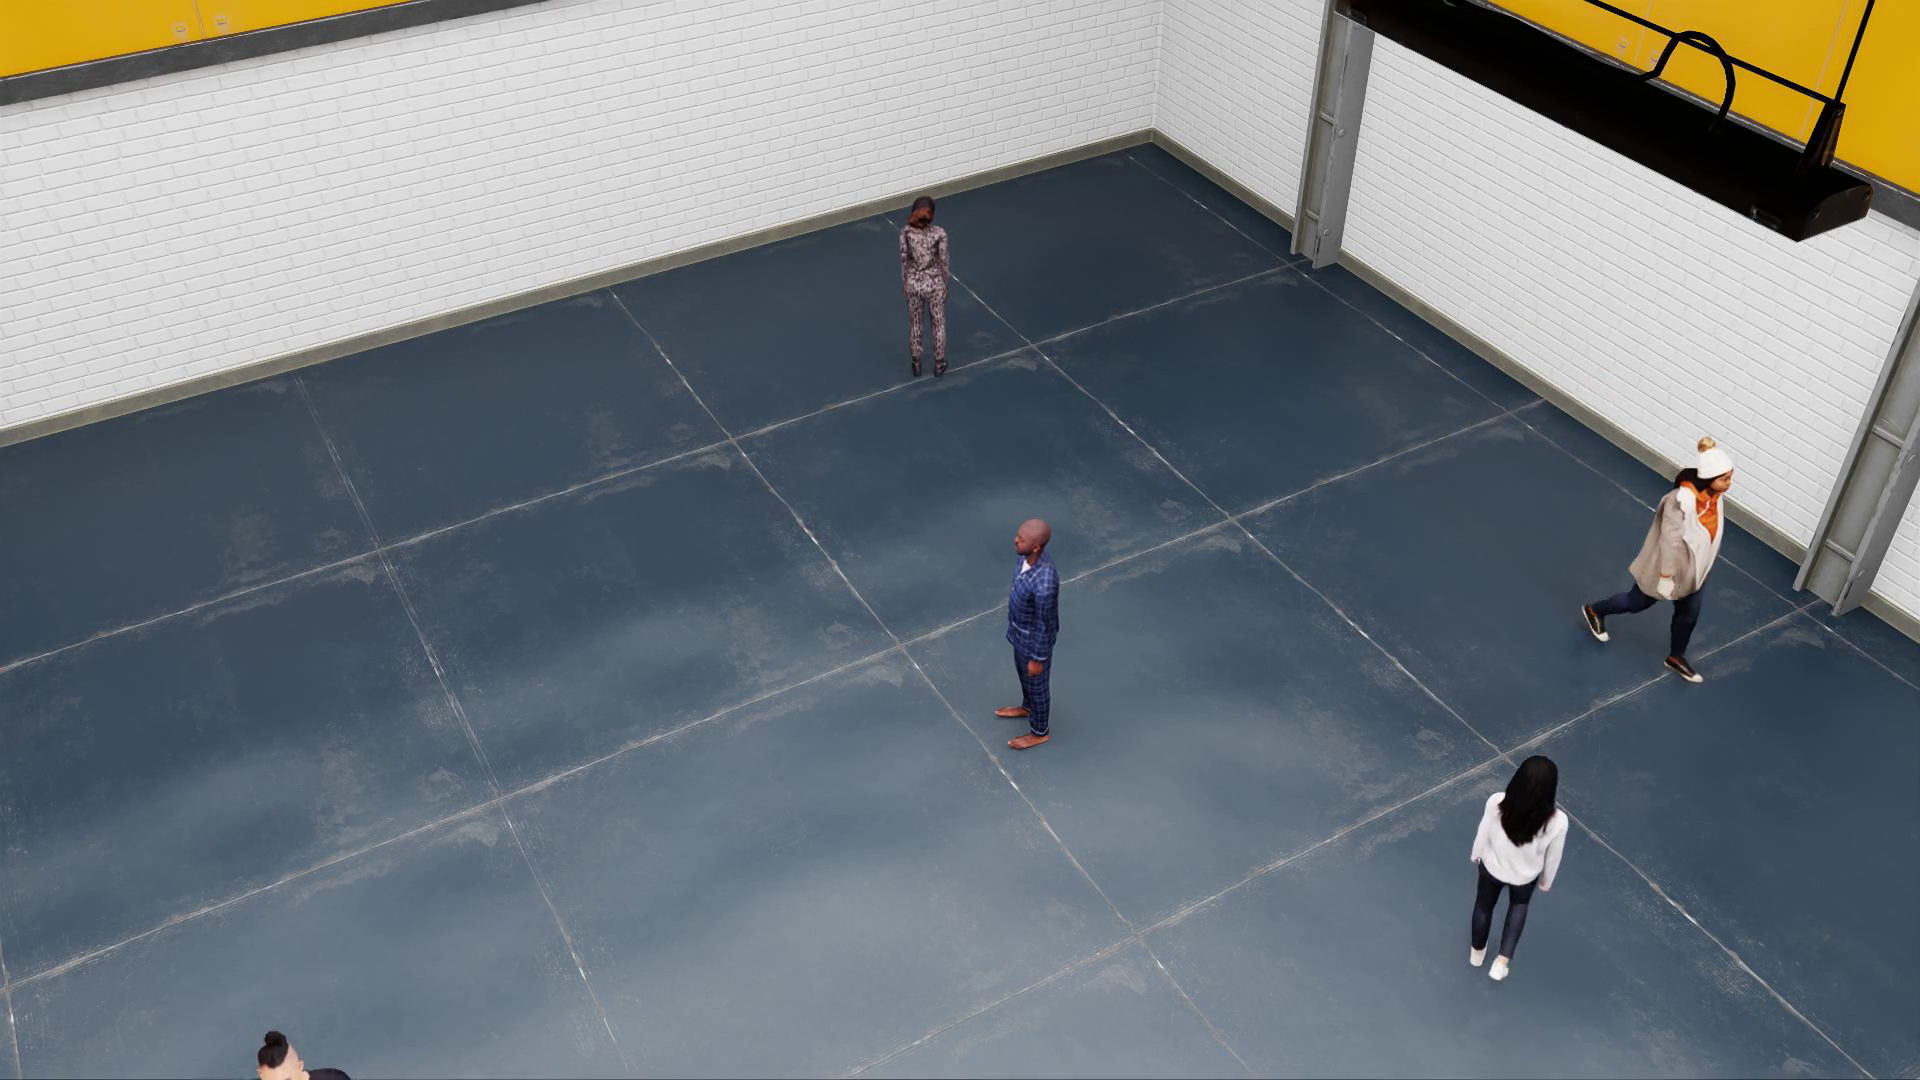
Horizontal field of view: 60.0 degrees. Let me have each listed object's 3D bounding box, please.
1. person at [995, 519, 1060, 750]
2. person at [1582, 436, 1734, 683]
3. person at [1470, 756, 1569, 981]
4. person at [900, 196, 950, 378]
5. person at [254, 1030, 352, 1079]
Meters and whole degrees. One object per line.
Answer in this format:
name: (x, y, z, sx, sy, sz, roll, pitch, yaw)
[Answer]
person: (0.469, 0.590, 10.841, 0.784, 1.819, 0.627, -9, 39, -11)
person: (4.834, 0.091, 11.437, 0.668, 1.855, 1.136, -20, 43, -23)
person: (3.061, 1.890, 9.315, 0.782, 1.692, 0.843, 13, 40, 16)
person: (-0.303, -2.197, 14.416, 0.675, 1.714, 0.721, 5, 39, 6)
person: (-3.062, 2.880, 7.942, 0.786, 1.859, 0.775, -8, 39, -10)
